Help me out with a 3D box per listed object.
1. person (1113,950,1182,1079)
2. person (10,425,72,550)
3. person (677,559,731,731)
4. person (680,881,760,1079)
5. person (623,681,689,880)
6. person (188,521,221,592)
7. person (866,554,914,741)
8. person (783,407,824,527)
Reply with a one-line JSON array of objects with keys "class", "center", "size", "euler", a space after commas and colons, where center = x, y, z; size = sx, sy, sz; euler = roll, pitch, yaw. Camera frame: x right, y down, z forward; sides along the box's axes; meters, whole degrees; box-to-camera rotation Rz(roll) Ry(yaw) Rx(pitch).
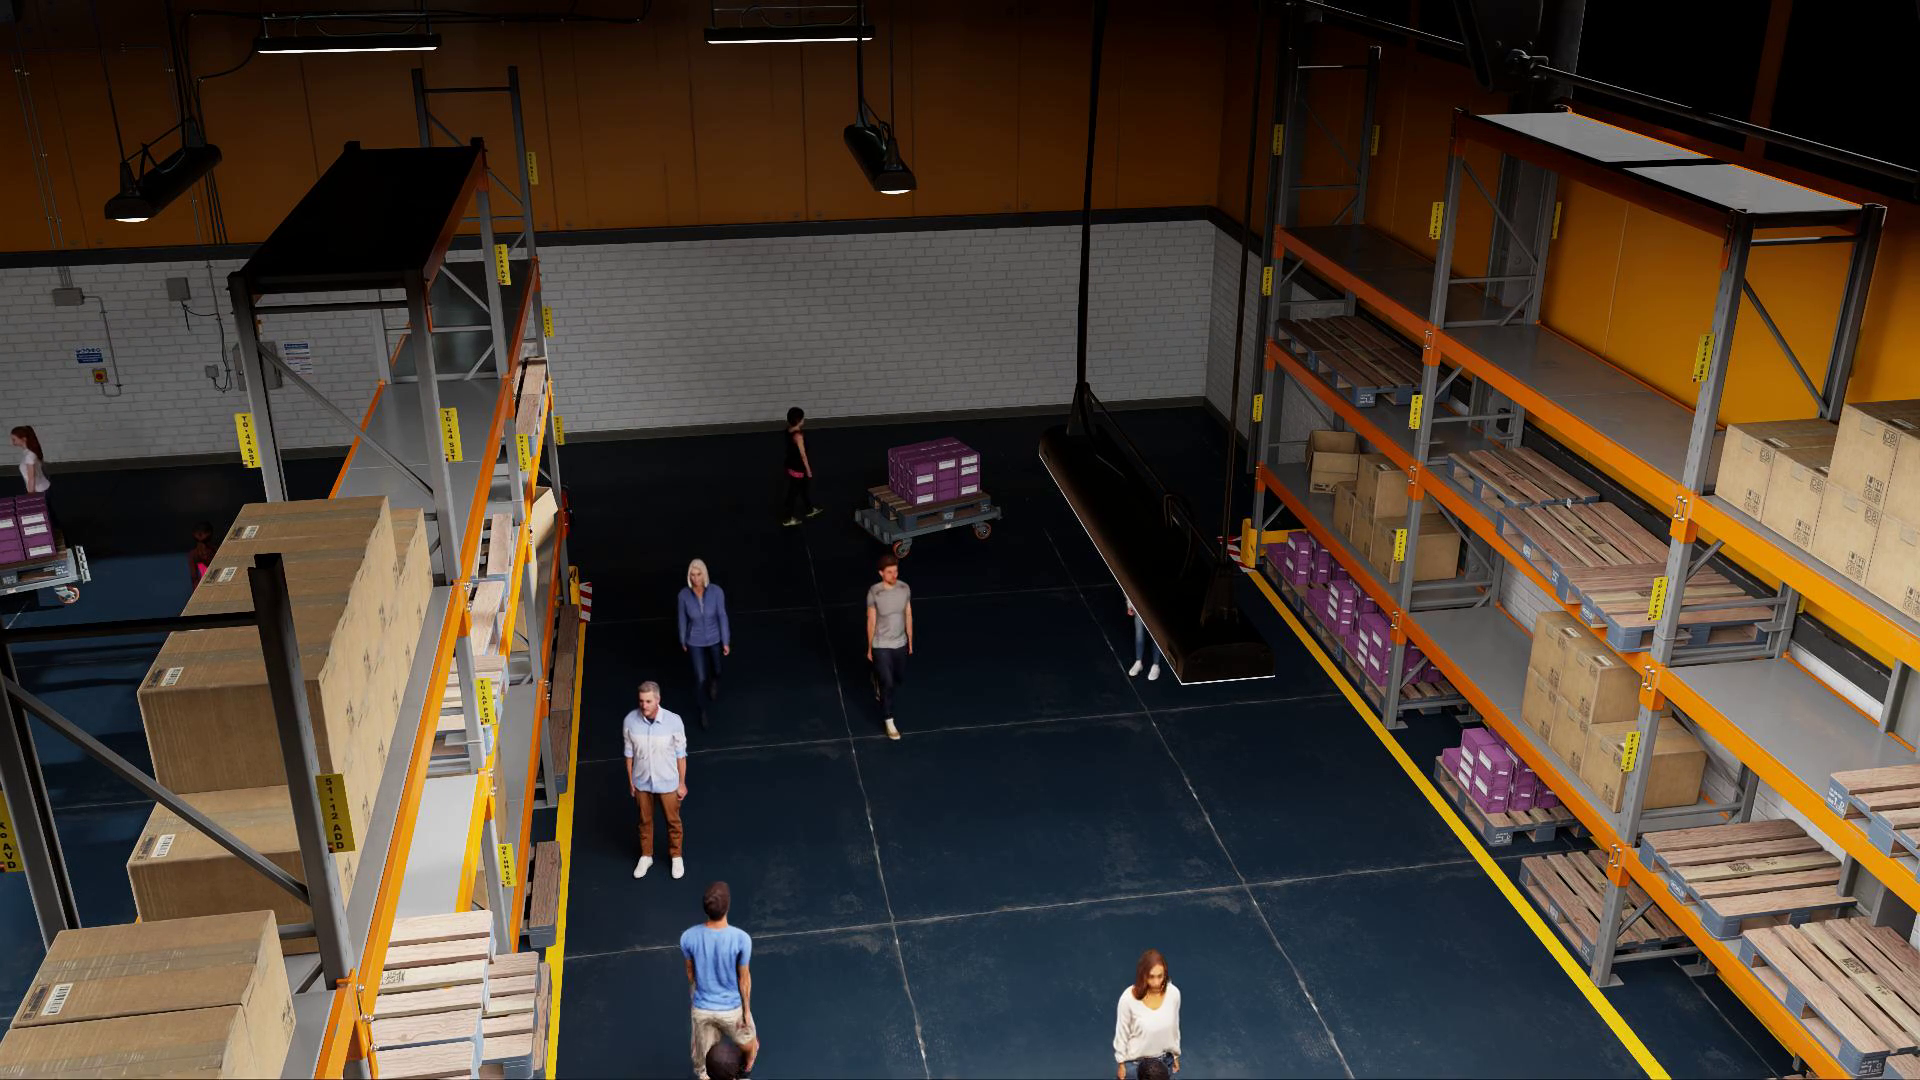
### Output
[{"class": "person", "center": [1.218, 3.377, 10.862], "size": [0.630, 1.684, 0.560], "euler": [-6, 24, -14]}, {"class": "person", "center": [-10.859, -0.568, 19.850], "size": [0.693, 1.714, 0.586], "euler": [-6, 24, -14]}, {"class": "person", "center": [-2.514, 0.945, 16.382], "size": [0.675, 1.719, 1.059], "euler": [-6, 24, -13]}, {"class": "person", "center": [-1.634, 3.186, 11.132], "size": [0.760, 1.817, 1.225], "euler": [0, 24, -1]}, {"class": "person", "center": [-2.537, 1.975, 13.892], "size": [0.731, 1.827, 0.658], "euler": [1, 24, 2]}, {"class": "person", "center": [-7.674, 0.607, 17.152], "size": [0.580, 1.722, 0.563], "euler": [-6, 24, -14]}, {"class": "person", "center": [-0.732, 0.970, 16.133], "size": [0.827, 1.871, 1.123], "euler": [-11, 26, -23]}, {"class": "person", "center": [-2.130, -0.907, 20.854], "size": [0.766, 1.530, 0.840], "euler": [-11, 26, -24]}]
